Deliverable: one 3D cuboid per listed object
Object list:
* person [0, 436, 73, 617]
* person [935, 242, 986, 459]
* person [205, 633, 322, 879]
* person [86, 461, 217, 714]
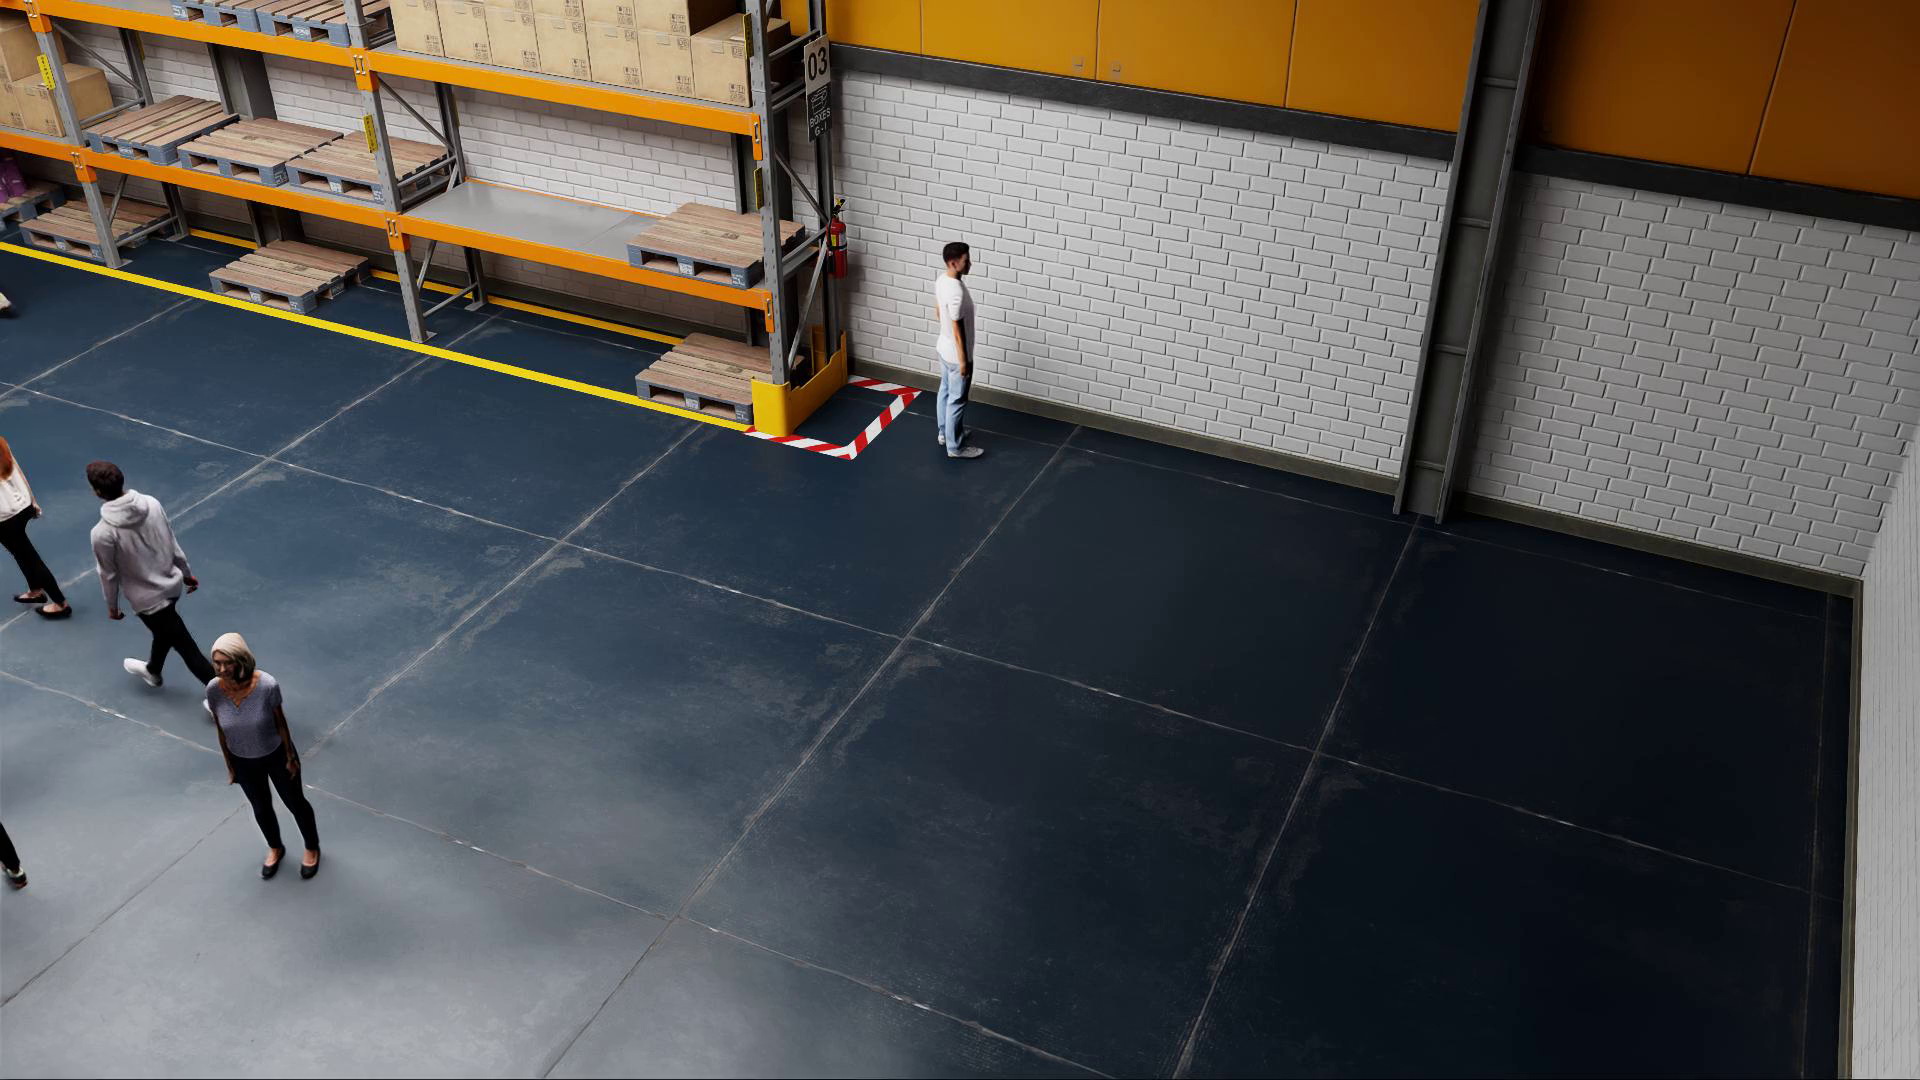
[{"bbox_3d":[-6.604,-0.172,11.723,0.811,1.704,0.725,3,34,4],"label":"person"},{"bbox_3d":[-0.046,-1.566,13.679,0.798,1.861,0.759,-8,35,-12],"label":"person"},{"bbox_3d":[-4.020,1.232,9.596,0.594,1.722,0.695,-3,34,-4],"label":"person"},{"bbox_3d":[-5.123,0.377,10.758,1.259,1.858,0.728,13,36,19],"label":"person"}]
